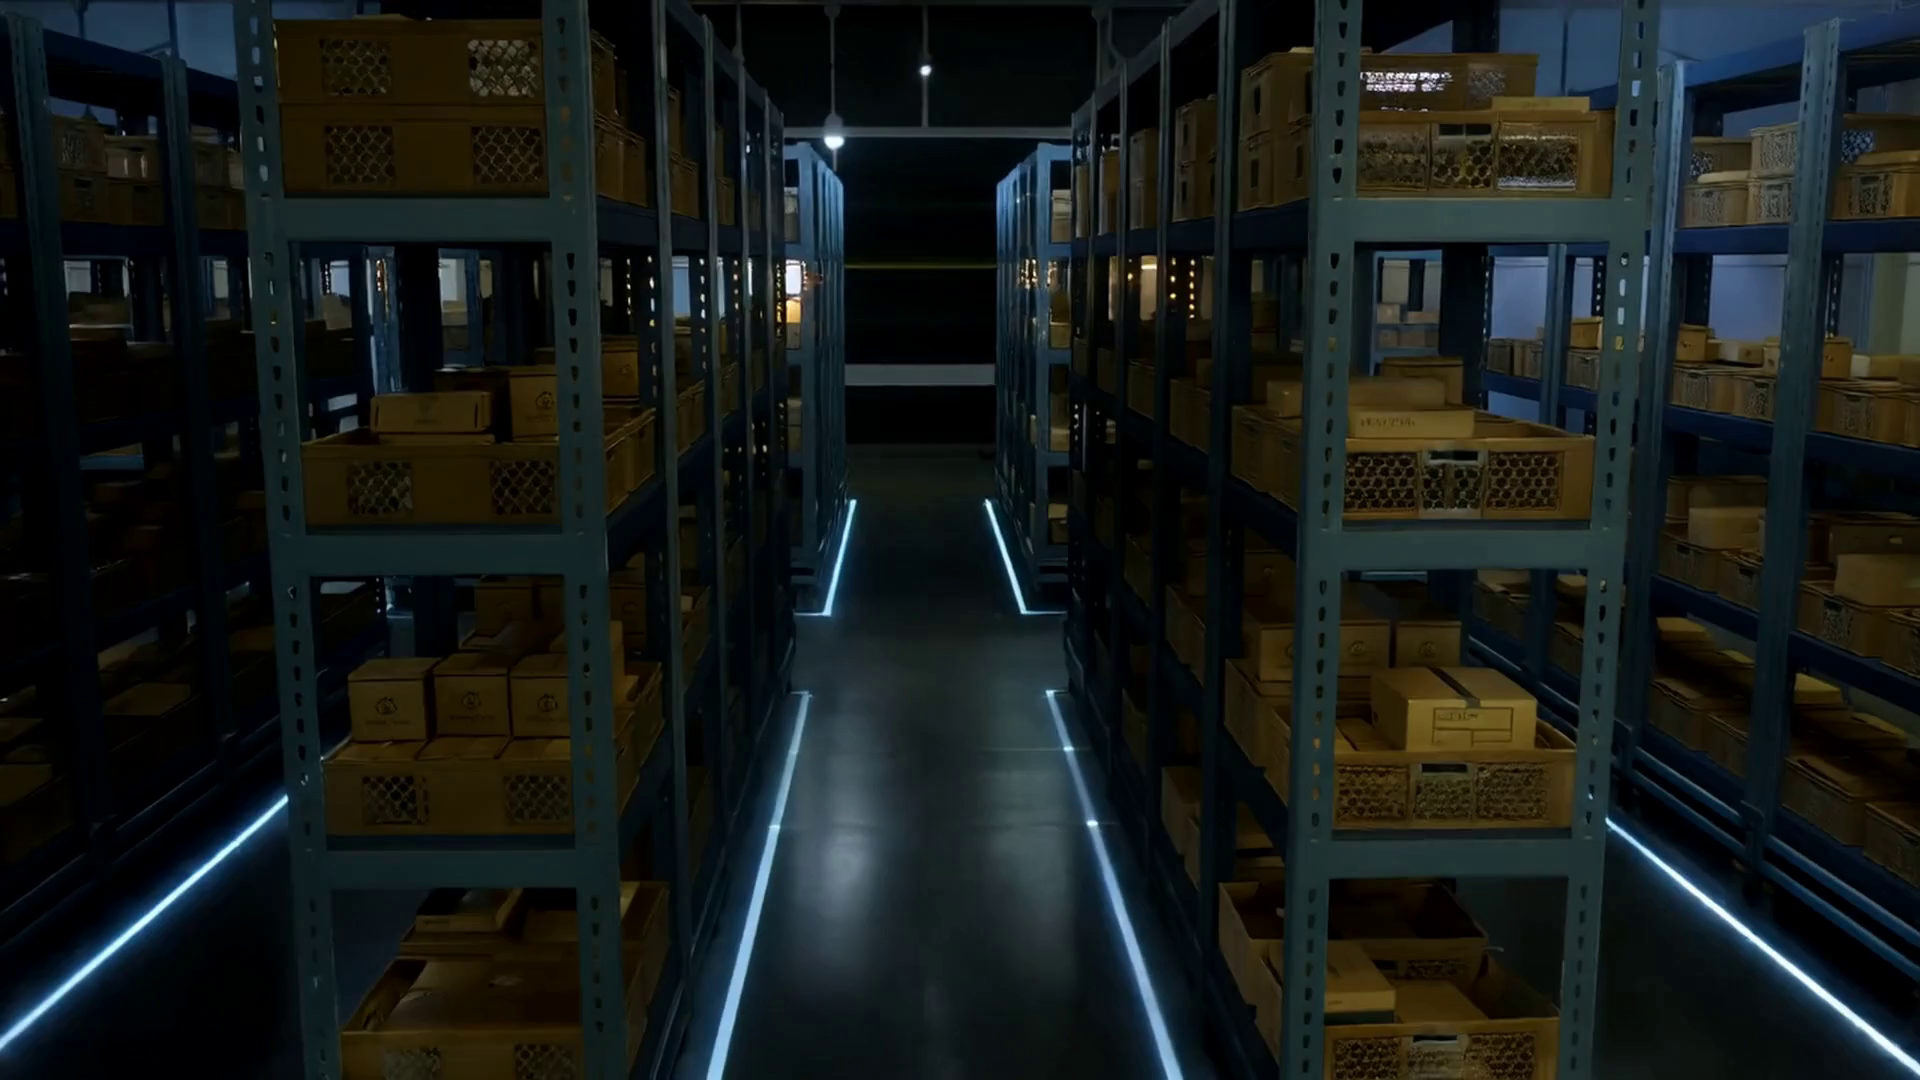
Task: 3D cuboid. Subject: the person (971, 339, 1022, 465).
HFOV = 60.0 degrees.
[{"bbox_3d":[0.654,-1.872,22.366,0.941,1.770,0.597,-3,10,-15],"label":"person"}]
